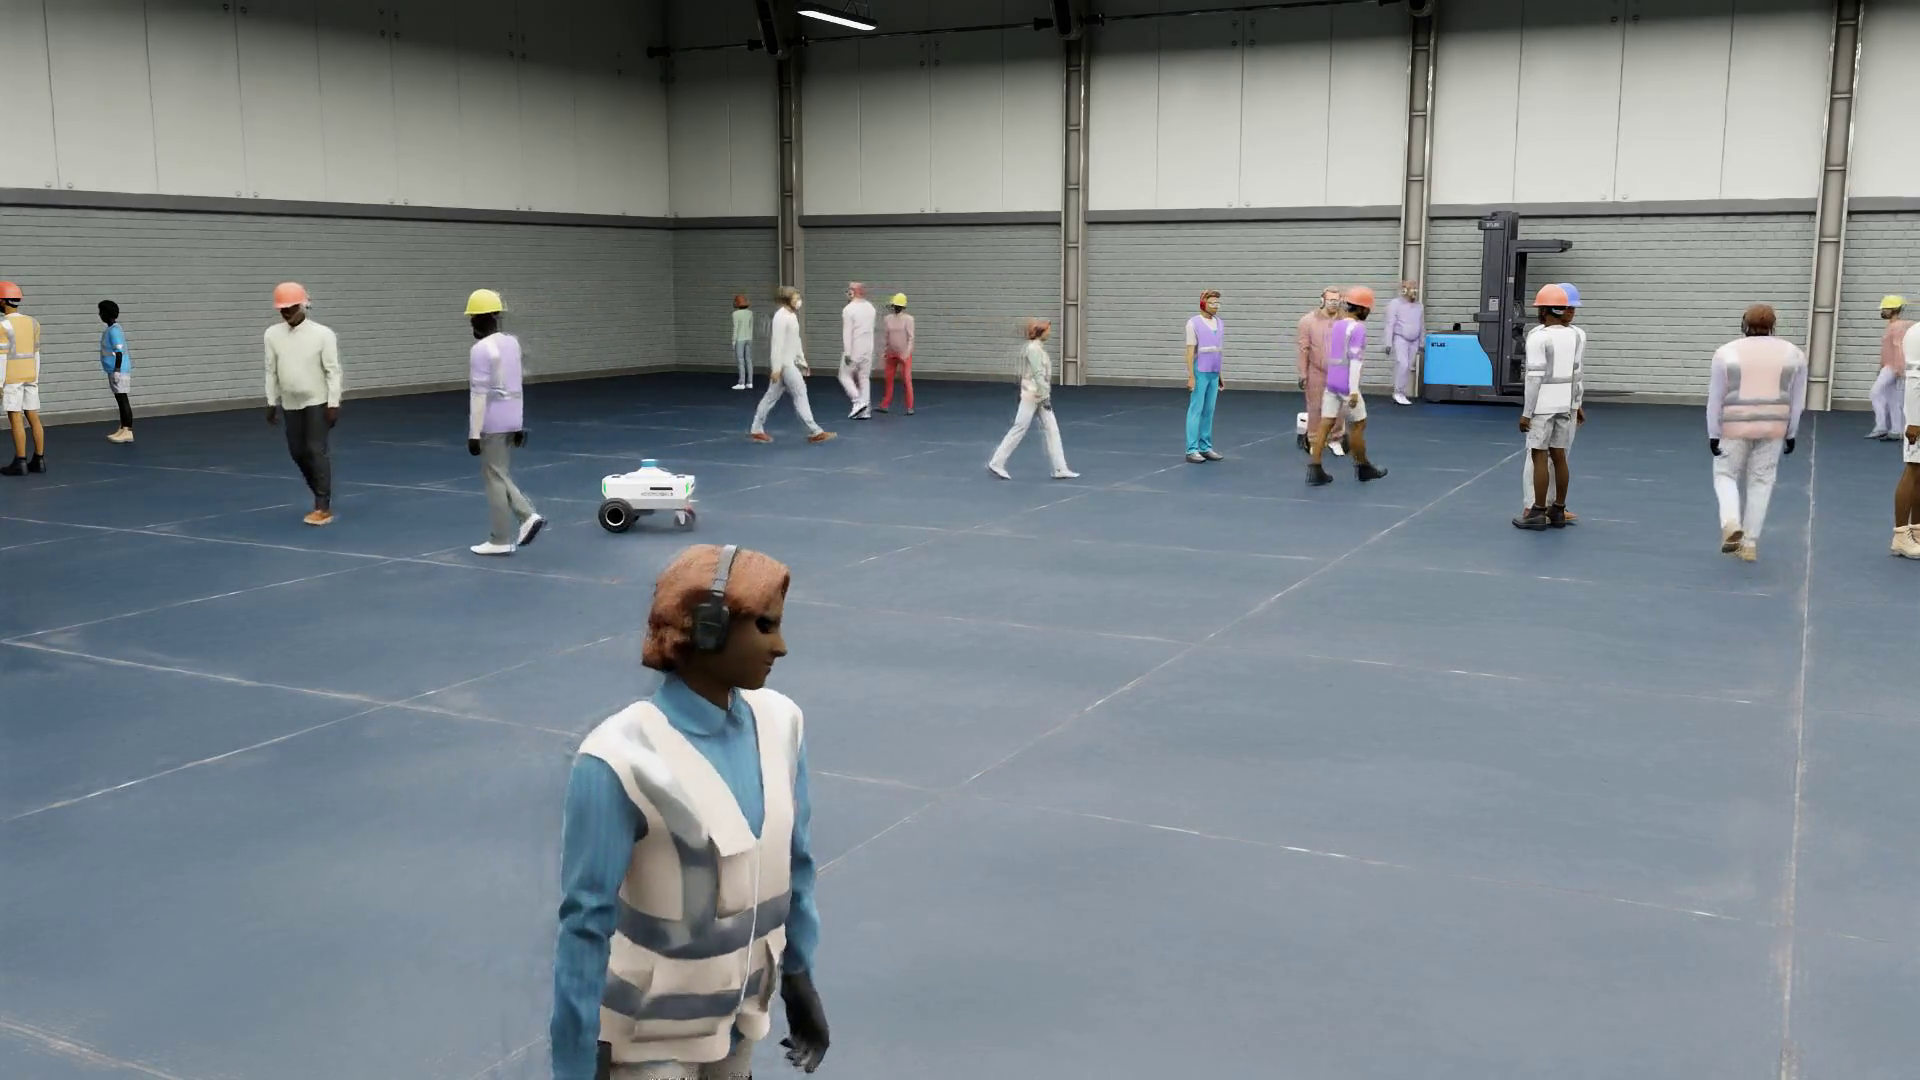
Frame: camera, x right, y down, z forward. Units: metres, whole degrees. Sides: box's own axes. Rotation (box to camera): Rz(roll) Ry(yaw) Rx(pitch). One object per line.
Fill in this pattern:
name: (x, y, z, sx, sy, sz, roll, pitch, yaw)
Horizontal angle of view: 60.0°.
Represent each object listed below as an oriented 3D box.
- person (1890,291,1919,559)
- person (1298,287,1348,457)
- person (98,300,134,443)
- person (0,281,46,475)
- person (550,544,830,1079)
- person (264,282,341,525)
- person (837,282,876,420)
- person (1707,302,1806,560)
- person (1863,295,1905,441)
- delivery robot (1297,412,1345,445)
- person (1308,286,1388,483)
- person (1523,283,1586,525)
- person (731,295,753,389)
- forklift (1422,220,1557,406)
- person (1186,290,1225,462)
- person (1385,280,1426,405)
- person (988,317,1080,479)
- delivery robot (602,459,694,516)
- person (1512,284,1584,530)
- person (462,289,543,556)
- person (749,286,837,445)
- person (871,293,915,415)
person: (6.991, -0.896, 11.933, 0.618, 2.044, 0.377, -7, 11, -36)
person: (4.039, -1.845, 18.347, 0.648, 1.873, 0.540, 1, 9, 4)
person: (-10.127, -2.025, 19.958, 0.322, 1.697, 0.531, -5, 11, -30)
person: (-9.551, -1.636, 16.824, 0.355, 1.938, 0.545, 2, 9, 14)
person: (-0.460, 0.809, 2.753, 0.377, 1.611, 0.545, 5, 10, 28)
person: (-5.352, -1.147, 13.720, 0.633, 1.966, 0.757, 1, 9, 8)
person: (-1.429, -2.602, 22.928, 0.415, 1.894, 0.657, 7, 12, 39)
person: (5.617, -0.763, 11.785, 0.629, 1.828, 0.477, 2, 10, 14)
person: (11.145, -2.067, 20.058, 0.569, 1.746, 0.559, 4, 10, 22)
delivery robot: (4.126, -1.328, 19.021, 0.477, 0.478, 0.707, -1, 9, -9)
person: (3.766, -1.486, 16.032, 0.932, 1.880, 0.688, -3, 10, -20)
person: (4.826, -1.097, 13.465, 0.617, 1.946, 0.396, -5, 10, -27)
person: (-3.783, -3.436, 28.858, 0.275, 1.632, 0.507, 6, 11, 33)
forklift: (8.245, -3.527, 25.720, 1.873, 2.768, 1.129, 5, 10, 27)
person: (2.632, -1.773, 17.961, 0.570, 1.840, 0.372, -9, 13, -44)
person: (6.838, -2.999, 25.362, 0.670, 1.893, 0.610, -4, 10, -24)
person: (0.704, -1.394, 16.381, 0.883, 1.597, 0.505, 3, 10, 16)
delivery robot: (-2.488, -0.402, 13.310, 0.707, 0.478, 0.477, 0, 9, -2)
person: (4.676, -1.058, 13.261, 0.543, 1.939, 0.356, -5, 11, -30)
person: (-3.335, -0.837, 11.957, 0.447, 1.913, 0.611, 2, 9, 10)
person: (-2.035, -2.064, 19.693, 1.073, 1.877, 0.632, 0, 9, -1)
person: (-0.971, -2.672, 23.863, 0.774, 1.729, 0.332, 6, 11, 34)
